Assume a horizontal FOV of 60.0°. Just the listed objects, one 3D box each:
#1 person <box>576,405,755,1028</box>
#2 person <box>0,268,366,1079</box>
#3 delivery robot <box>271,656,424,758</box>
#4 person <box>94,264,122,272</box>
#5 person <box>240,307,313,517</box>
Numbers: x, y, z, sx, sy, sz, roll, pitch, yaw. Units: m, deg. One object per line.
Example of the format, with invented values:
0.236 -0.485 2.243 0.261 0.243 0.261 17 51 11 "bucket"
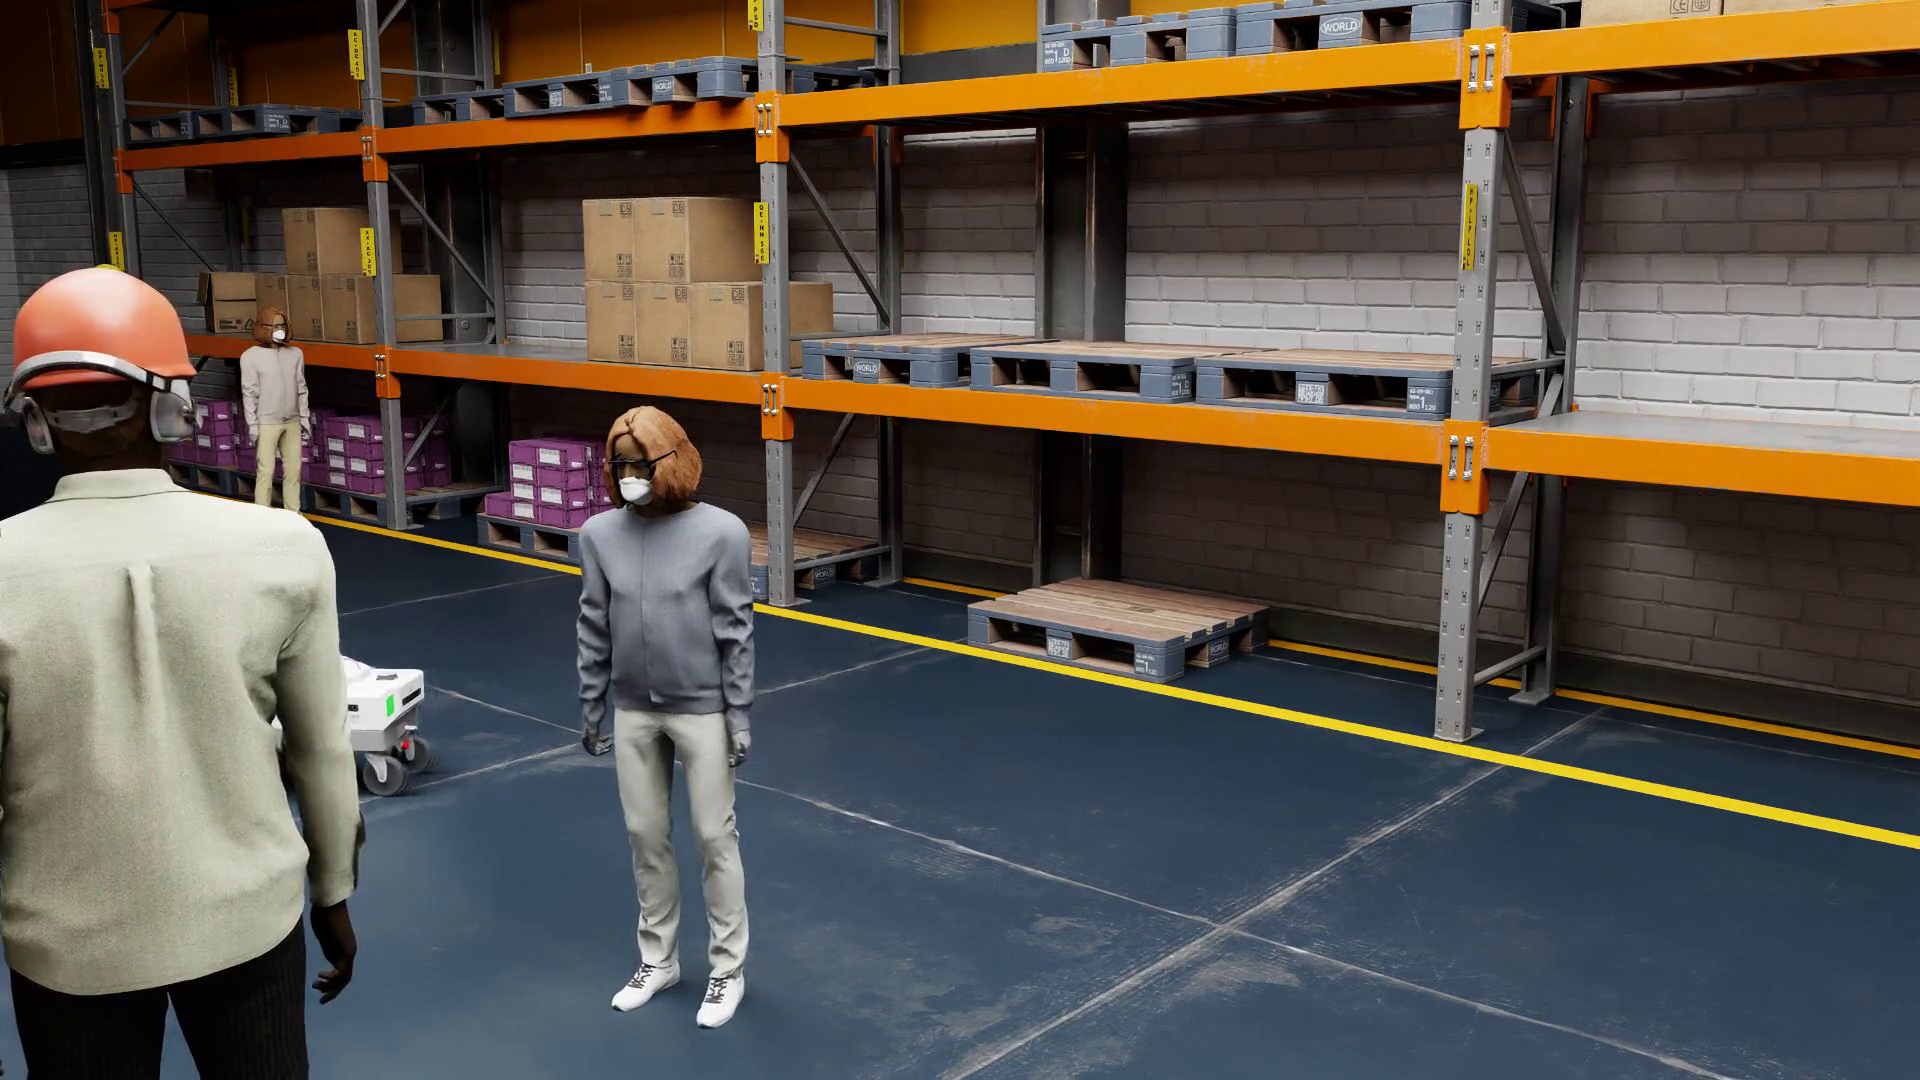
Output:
-0.773 0.457 4.366 0.510 1.622 0.295 3 10 17 "person"
-1.240 0.589 2.565 0.619 1.990 0.391 -7 12 -36 "person"
-2.399 0.612 6.258 0.707 0.478 0.477 1 10 4 "delivery robot"
-5.474 -0.825 10.835 0.391 1.922 0.589 3 10 16 "person"
-4.704 -0.791 11.470 0.281 1.624 0.493 6 11 29 "person"
